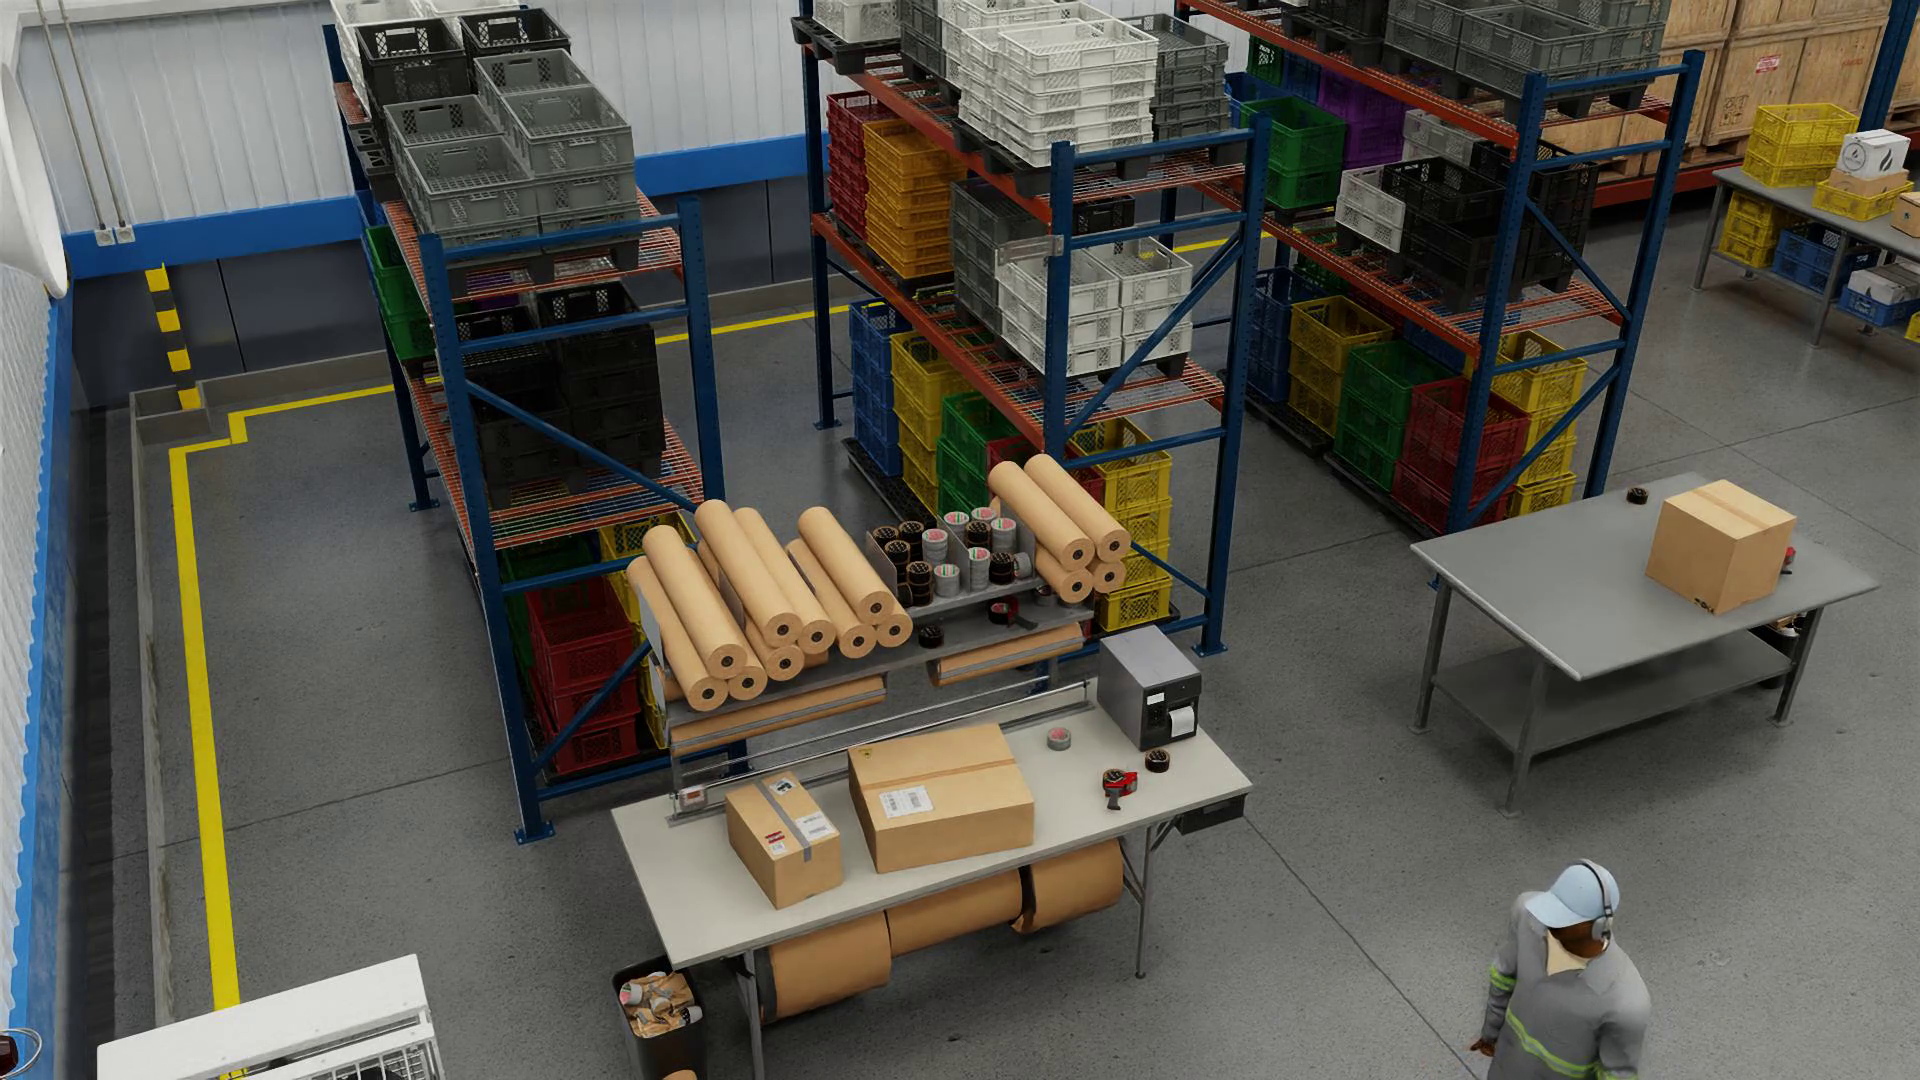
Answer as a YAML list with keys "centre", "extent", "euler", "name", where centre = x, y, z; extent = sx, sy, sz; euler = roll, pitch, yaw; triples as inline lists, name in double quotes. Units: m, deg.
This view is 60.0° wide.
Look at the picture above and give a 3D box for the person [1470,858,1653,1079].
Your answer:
- centre: [1.934, 1.787, 5.559]
  extent: [0.399, 1.852, 0.589]
  euler: [-13, 34, -21]
  name: "person"
